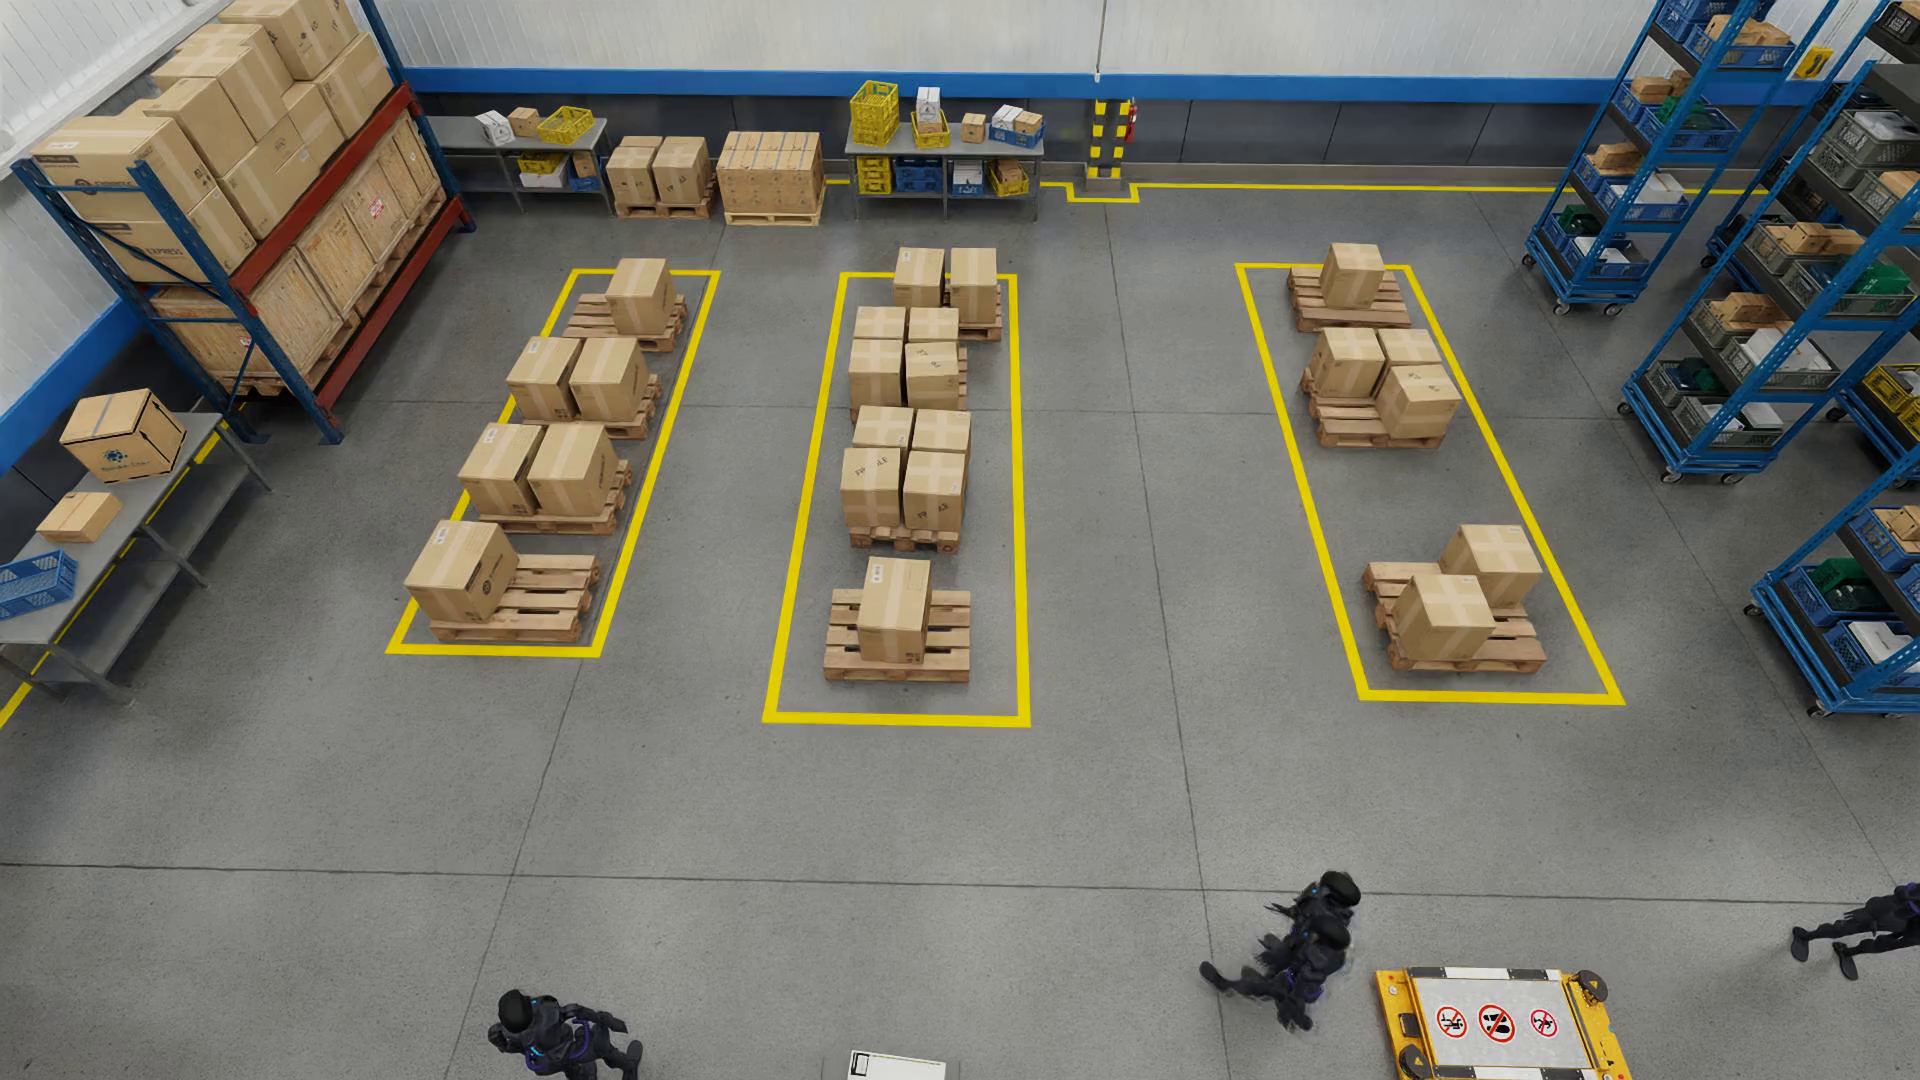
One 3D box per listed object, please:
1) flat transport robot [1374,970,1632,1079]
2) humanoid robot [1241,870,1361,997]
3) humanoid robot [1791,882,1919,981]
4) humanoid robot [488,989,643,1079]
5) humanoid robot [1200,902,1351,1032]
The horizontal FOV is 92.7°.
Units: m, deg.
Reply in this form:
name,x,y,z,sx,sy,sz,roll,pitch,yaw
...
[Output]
name,x,y,z,sx,sy,sz,roll,pitch,yaw
flat transport robot,3.501,3.133,5.914,1.431,0.197,0.652,1,51,1
humanoid robot,2.090,2.384,5.625,0.343,1.656,0.610,35,59,25
humanoid robot,5.924,2.353,5.657,0.573,1.652,0.328,18,53,14
humanoid robot,-2.249,2.858,5.236,0.596,1.660,0.323,-13,52,-11
humanoid robot,1.997,2.544,5.522,0.772,1.620,0.585,34,59,25
